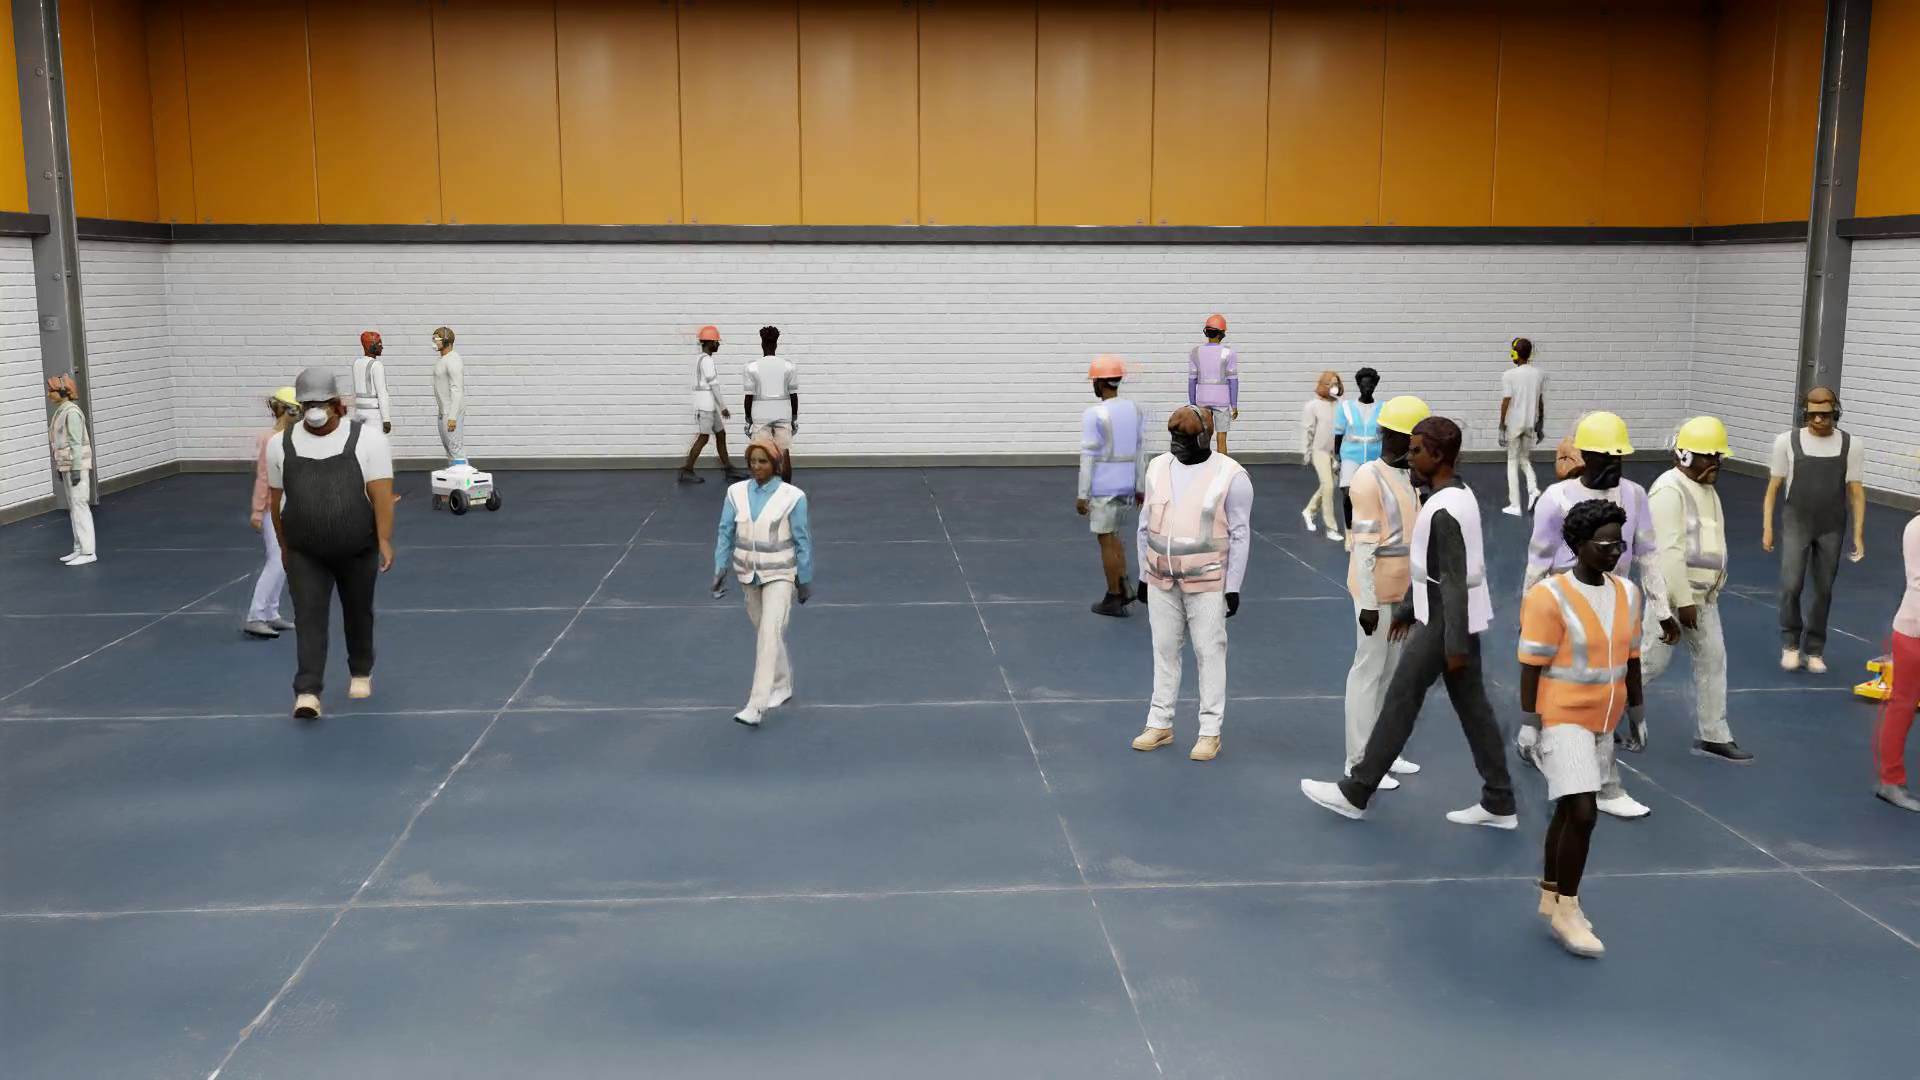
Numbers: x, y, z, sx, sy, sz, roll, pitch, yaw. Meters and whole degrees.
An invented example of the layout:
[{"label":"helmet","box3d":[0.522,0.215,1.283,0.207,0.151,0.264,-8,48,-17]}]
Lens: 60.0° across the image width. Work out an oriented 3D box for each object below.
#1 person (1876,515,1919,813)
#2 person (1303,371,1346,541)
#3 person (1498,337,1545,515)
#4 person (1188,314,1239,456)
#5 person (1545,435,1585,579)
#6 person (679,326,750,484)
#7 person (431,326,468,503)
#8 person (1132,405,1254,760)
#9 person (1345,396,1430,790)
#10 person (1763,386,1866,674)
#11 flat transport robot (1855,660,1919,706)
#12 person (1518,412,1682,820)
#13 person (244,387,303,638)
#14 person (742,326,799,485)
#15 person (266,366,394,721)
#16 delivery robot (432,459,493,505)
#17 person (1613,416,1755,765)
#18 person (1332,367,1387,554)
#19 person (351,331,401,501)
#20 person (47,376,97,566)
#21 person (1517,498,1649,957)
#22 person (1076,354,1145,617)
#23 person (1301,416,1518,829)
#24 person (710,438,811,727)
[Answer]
[{"label":"person","box3d":[4.515,0.442,7.535,0.529,1.733,0.775,-2,9,-15]},{"label":"person","box3d":[3.496,-0.831,15.936,0.507,1.602,0.770,-3,10,-21]},{"label":"person","box3d":[5.838,-1.170,17.281,0.555,1.855,0.445,-2,9,-14]},{"label":"person","box3d":[2.974,-1.615,19.491,0.605,2.045,0.377,5,10,28]},{"label":"person","box3d":[3.522,0.193,9.522,0.542,1.584,0.816,-1,9,-9]},{"label":"person","box3d":[-2.998,-1.623,20.004,0.859,1.902,0.549,-2,9,-13]},{"label":"person","box3d":[-5.639,-1.383,18.363,0.371,1.941,0.627,-5,10,-27]},{"label":"person","box3d":[1.183,0.217,8.638,0.619,1.839,0.430,6,11,35]},{"label":"person","box3d":[2.113,0.248,8.189,0.381,1.918,0.585,6,11,34]},{"label":"person","box3d":[5.332,-0.055,10.383,0.549,1.818,0.459,3,9,17]},{"label":"flat transport robot","box3d":[5.998,0.792,9.921,1.431,0.197,0.652,-7,12,-38]},{"label":"person","box3d":[2.984,0.313,7.943,0.589,1.875,1.018,-4,10,-23]},{"label":"person","box3d":[-4.738,-0.200,11.593,0.449,1.722,0.573,-1,9,-8]},{"label":"person","box3d":[-2.019,-1.303,17.774,0.607,1.966,0.367,-3,9,-16]},{"label":"person","box3d":[-3.591,-0.021,9.489,0.692,2.000,1.011,-2,9,-13]},{"label":"delivery robot","box3d":[-5.269,-0.617,17.591,0.707,0.478,0.477,8,12,39]},{"label":"person","box3d":[3.690,0.241,8.625,0.580,1.797,0.831,-8,12,-40]},{"label":"person","box3d":[3.602,-0.694,14.809,0.556,1.678,0.457,1,9,8]},{"label":"person","box3d":[-6.484,-1.361,18.394,0.586,1.882,0.342,8,12,40]},{"label":"person","box3d":[-7.703,-0.605,14.436,0.314,1.636,0.520,-8,12,-40]},{"label":"person","box3d":[2.356,0.688,6.134,0.552,1.677,0.565,-5,10,-28]},{"label":"person","box3d":[1.078,-0.392,12.156,0.556,1.925,0.412,-8,12,-40]},{"label":"person","box3d":[2.089,0.377,7.528,0.991,1.871,0.596,4,10,23]},{"label":"person","box3d":[-1.120,0.227,9.340,0.513,1.594,0.861,4,10,24]}]
